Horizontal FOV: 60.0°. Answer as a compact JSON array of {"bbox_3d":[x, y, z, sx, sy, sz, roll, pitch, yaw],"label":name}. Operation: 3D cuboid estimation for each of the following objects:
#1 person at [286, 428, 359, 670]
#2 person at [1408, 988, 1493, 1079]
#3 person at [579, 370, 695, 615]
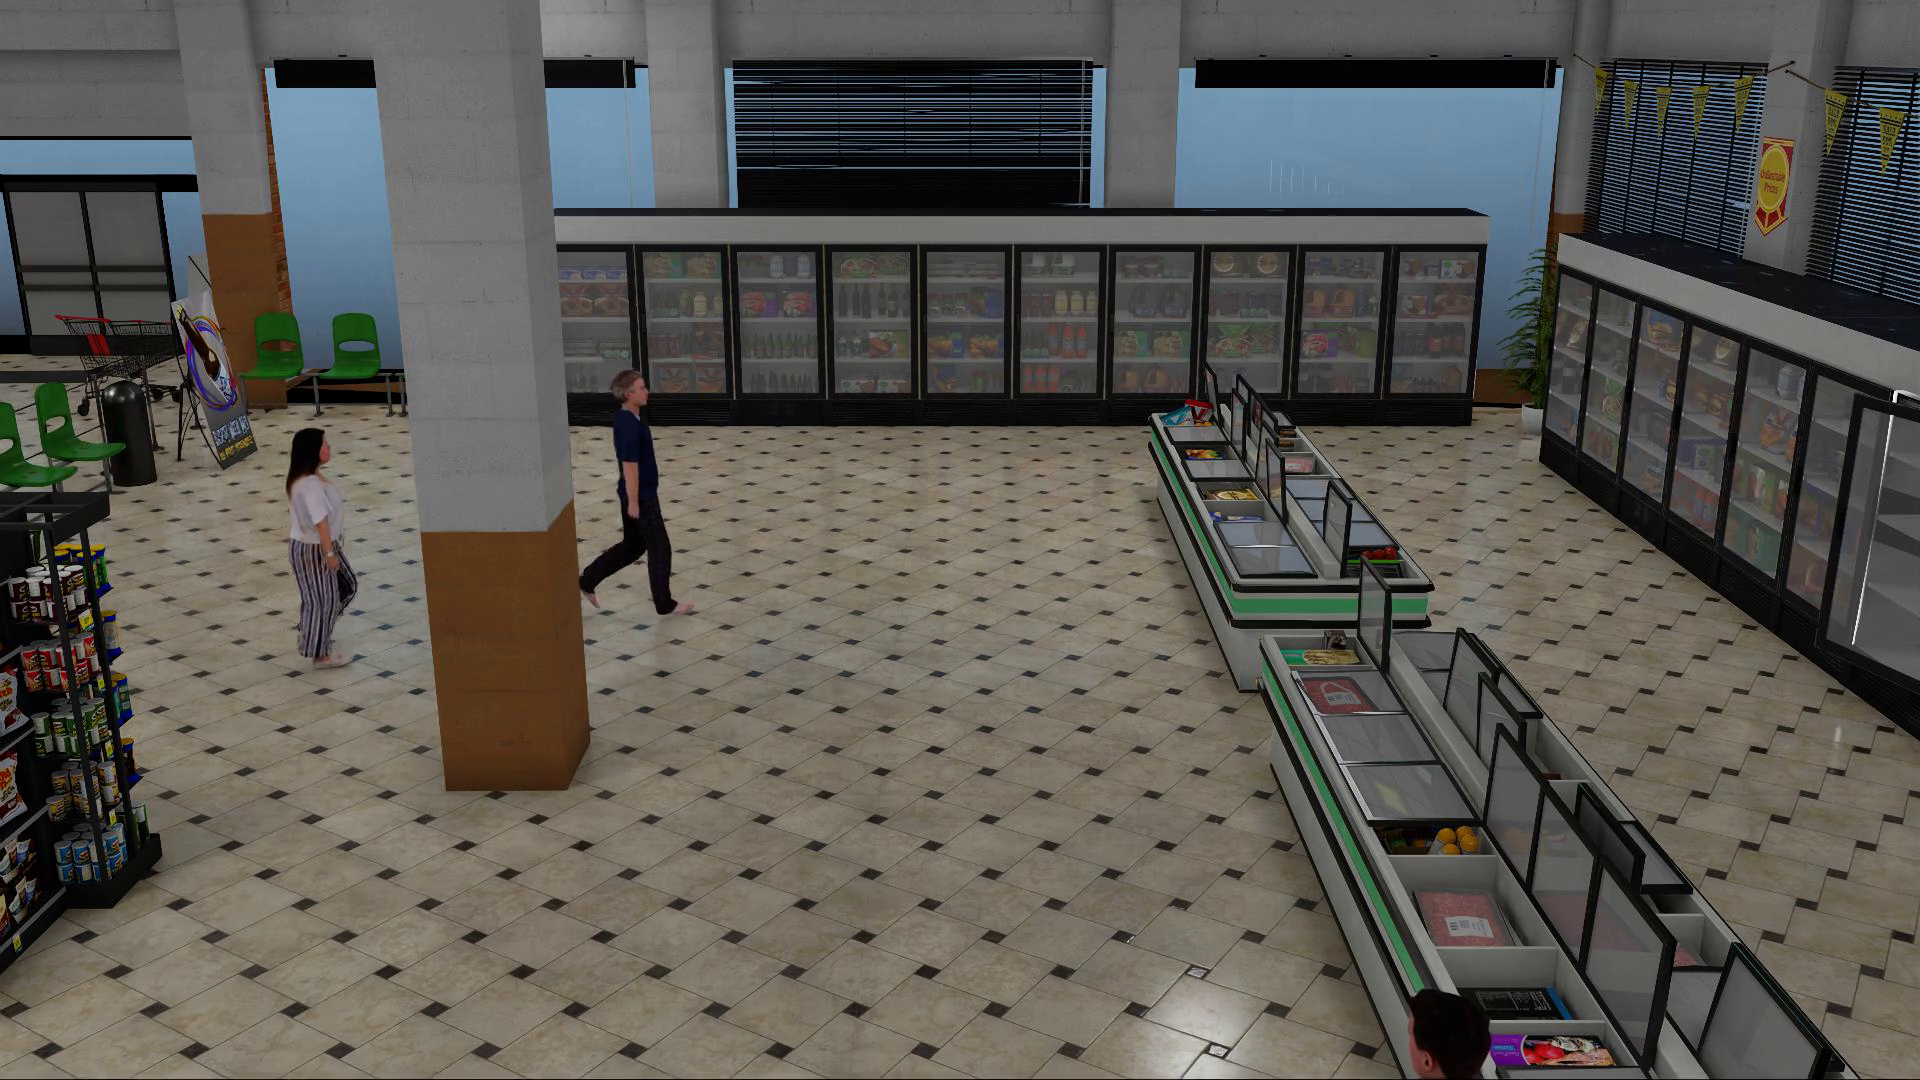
[{"bbox_3d":[-4.410,0.072,11.184,0.850,1.670,0.749,-7,18,-21],"label":"person"},{"bbox_3d":[1.267,2.039,4.407,0.694,1.844,0.694,-8,19,-25],"label":"person"},{"bbox_3d":[-2.436,-0.307,12.137,0.850,1.841,1.078,-3,17,-9],"label":"person"}]
